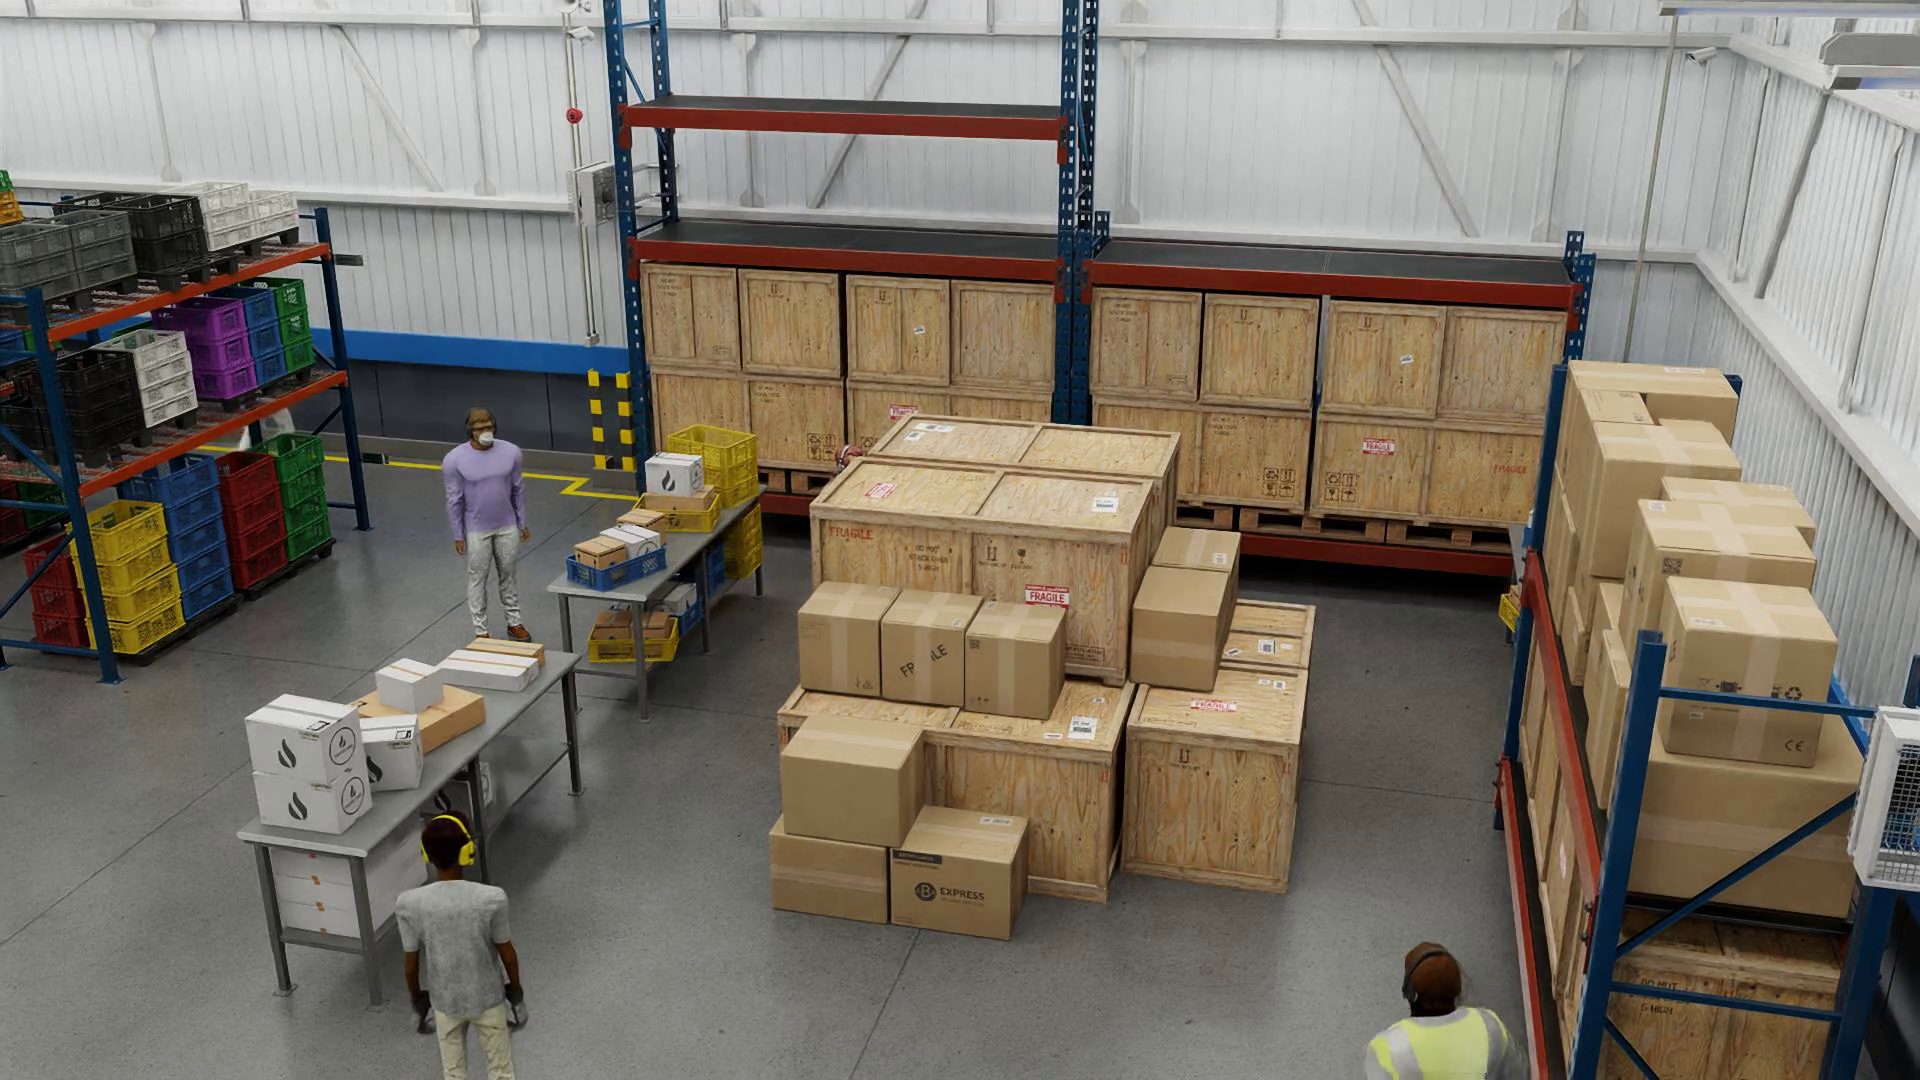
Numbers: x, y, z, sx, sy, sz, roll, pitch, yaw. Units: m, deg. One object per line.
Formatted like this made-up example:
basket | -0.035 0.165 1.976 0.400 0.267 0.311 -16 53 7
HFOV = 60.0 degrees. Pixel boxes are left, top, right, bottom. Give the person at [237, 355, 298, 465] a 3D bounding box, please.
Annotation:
person | -7.063 -1.524 16.807 0.592 1.852 0.881 15 26 34

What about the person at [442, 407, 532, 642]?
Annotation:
person | -3.650 -0.093 12.933 0.629 1.940 0.372 -14 25 -33

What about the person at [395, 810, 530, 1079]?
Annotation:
person | -2.189 2.058 7.411 0.518 1.865 0.327 -2 21 -5

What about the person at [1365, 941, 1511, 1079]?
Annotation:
person | 1.868 2.449 6.489 0.634 1.803 0.925 -6 22 -16

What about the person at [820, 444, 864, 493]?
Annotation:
person | -0.798 0.202 12.226 0.396 1.899 0.644 11 24 27
